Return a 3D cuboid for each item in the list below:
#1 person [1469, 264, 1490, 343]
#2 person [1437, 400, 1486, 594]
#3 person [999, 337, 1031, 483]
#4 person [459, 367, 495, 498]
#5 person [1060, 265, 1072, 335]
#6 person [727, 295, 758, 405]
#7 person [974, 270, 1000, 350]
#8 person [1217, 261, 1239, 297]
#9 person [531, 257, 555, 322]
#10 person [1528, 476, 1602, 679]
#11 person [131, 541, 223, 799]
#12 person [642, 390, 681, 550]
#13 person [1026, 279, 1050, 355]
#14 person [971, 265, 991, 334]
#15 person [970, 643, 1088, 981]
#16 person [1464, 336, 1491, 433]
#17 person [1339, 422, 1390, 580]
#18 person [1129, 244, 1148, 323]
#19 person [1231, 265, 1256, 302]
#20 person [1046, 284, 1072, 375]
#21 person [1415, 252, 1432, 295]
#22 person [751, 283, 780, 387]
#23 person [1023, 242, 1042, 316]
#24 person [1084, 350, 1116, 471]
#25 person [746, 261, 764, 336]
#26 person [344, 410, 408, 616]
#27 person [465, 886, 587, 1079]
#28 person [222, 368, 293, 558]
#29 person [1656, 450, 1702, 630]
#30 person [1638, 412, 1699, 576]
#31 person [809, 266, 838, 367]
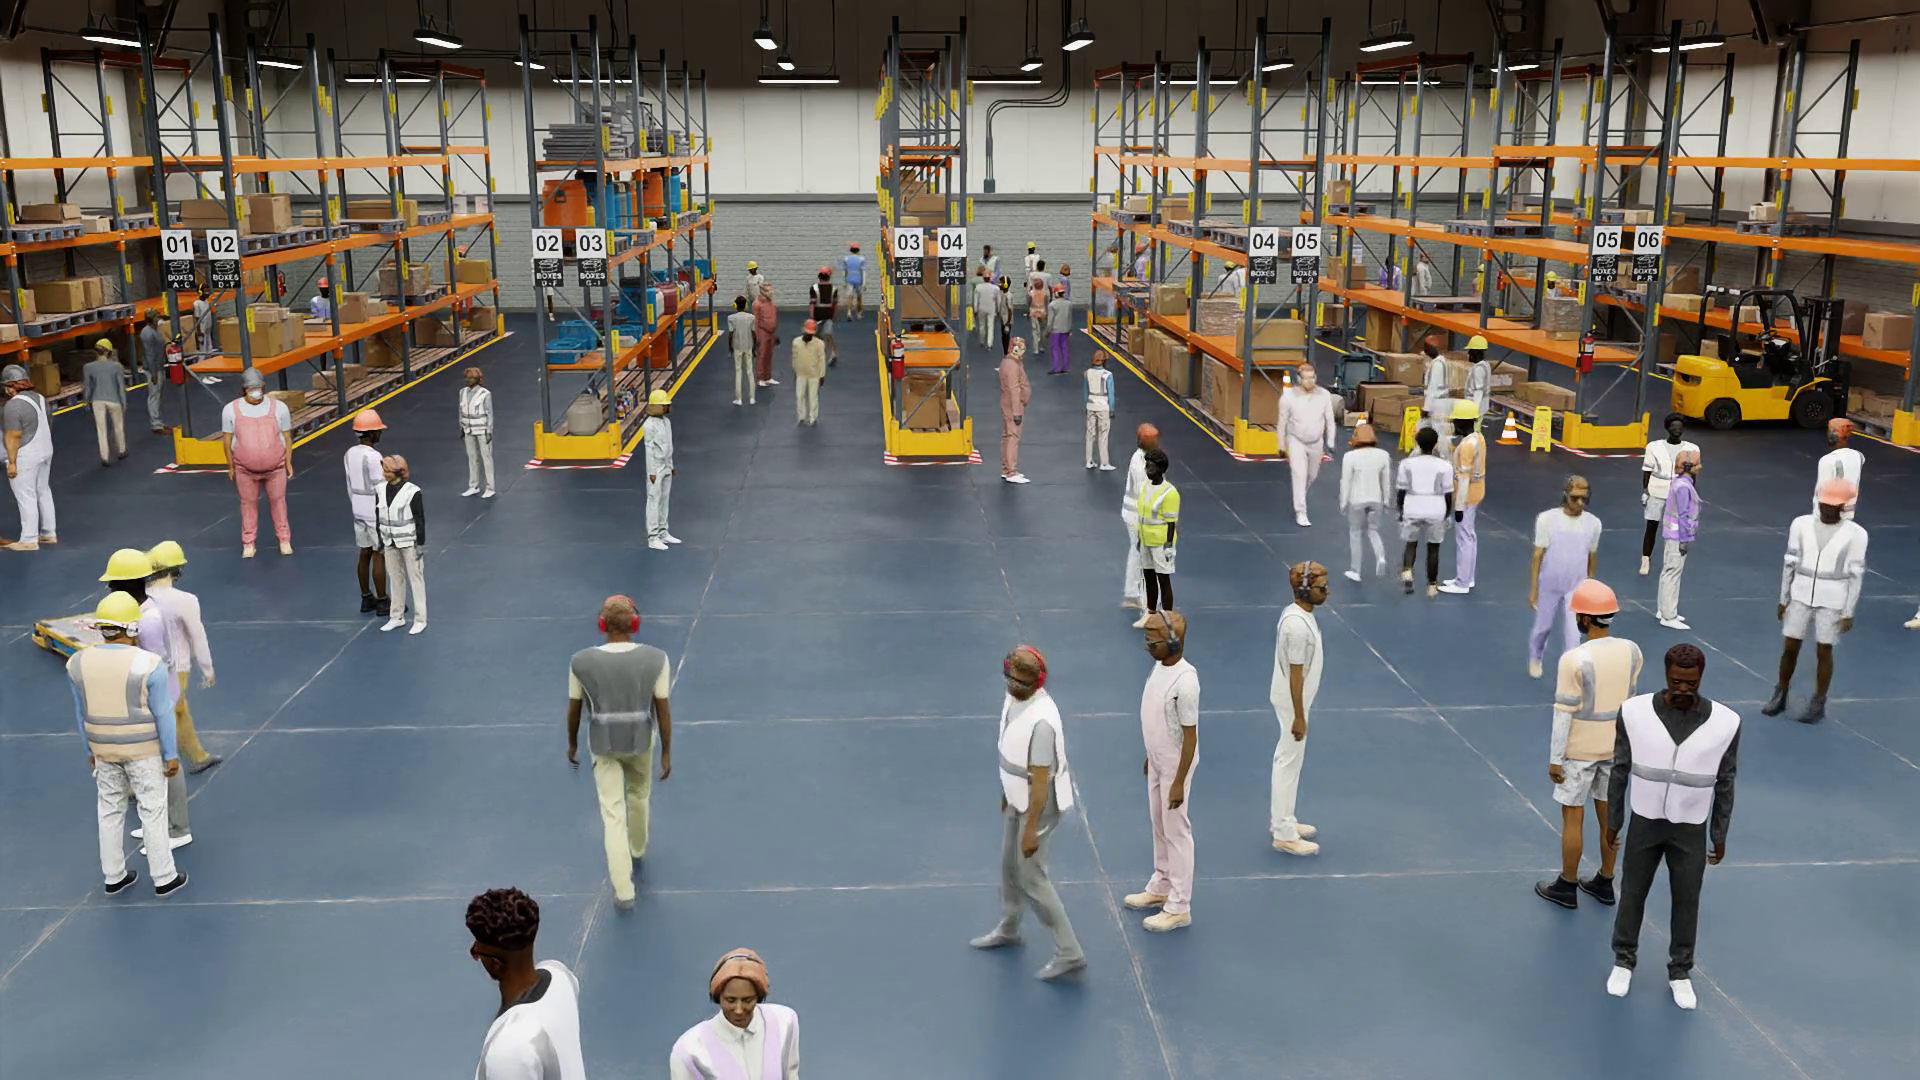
[{"bbox_3d":[11.676,-5.294,37.285,0.312,1.767,0.533,-7,15,-27],"label":"person"},{"bbox_3d":[4.941,-0.421,16.323,0.390,1.922,0.591,6,15,25],"label":"person"},{"bbox_3d":[0.723,-1.708,21.803,0.407,1.903,0.639,-2,13,-8],"label":"person"},{"bbox_3d":[-6.051,-1.348,20.828,0.517,1.645,0.308,6,15,25],"label":"person"},{"bbox_3d":[2.470,-5.625,38.962,0.283,1.636,0.500,-2,13,-9],"label":"person"},{"bbox_3d":[-3.703,-3.238,28.343,0.510,1.877,0.328,-4,14,-18],"label":"person"},{"bbox_3d":[0.590,-5.011,36.221,0.594,1.699,0.925,0,13,-2],"label":"person"},{"bbox_3d":[6.199,-5.561,38.414,0.533,1.768,0.311,10,16,35],"label":"person"},{"bbox_3d":[-10.431,-6.479,41.745,0.602,2.036,0.403,-7,15,-29],"label":"person"},{"bbox_3d":[4.798,0.351,13.281,0.523,1.817,0.869,2,13,10],"label":"person"},{"bbox_3d":[-5.394,0.871,11.276,0.532,1.717,0.916,4,14,17],"label":"person"},{"bbox_3d":[-3.271,-0.780,18.210,0.295,1.744,0.484,4,14,18],"label":"person"},{"bbox_3d":[1.662,-4.753,35.385,0.511,1.584,0.889,0,13,-2],"label":"person"},{"bbox_3d":[0.506,-5.624,39.006,0.502,1.622,0.371,5,14,21],"label":"person"},{"bbox_3d":[0.364,1.406,8.799,0.470,1.838,0.639,-3,14,-11],"label":"person"},{"bbox_3d":[6.726,-1.707,21.742,0.363,1.928,0.587,5,14,19],"label":"person"},{"bbox_3d":[4.094,-0.364,16.725,0.505,1.615,0.506,-3,14,-11],"label":"person"},{"bbox_3d":[4.429,-6.383,41.394,0.700,1.997,0.649,0,13,-1],"label":"person"},{"bbox_3d":[6.612,-5.669,38.718,0.612,1.849,0.818,0,13,0],"label":"person"},{"bbox_3d":[1.906,-4.068,32.136,0.565,1.747,0.347,-10,17,-37],"label":"person"},{"bbox_3d":[10.977,-5.876,39.448,0.409,1.907,0.651,3,14,11],"label":"person"},{"bbox_3d":[-3.561,-3.764,30.560,0.468,1.889,0.697,9,16,34],"label":"person"},{"bbox_3d":[1.873,-6.790,43.298,0.381,1.918,0.584,12,18,41],"label":"person"},{"bbox_3d":[1.889,-1.759,22.580,0.513,1.640,0.309,13,18,43],"label":"person"},{"bbox_3d":[-4.750,-5.571,38.492,0.532,1.753,0.342,9,16,35],"label":"person"},{"bbox_3d":[-5.488,-0.255,15.566,0.542,1.939,0.366,11,17,38],"label":"person"},{"bbox_3d":[-1.435,2.086,5.596,0.373,1.962,0.607,0,13,1],"label":"person"},{"bbox_3d":[-7.478,-0.826,17.767,0.688,2.000,0.539,-6,14,-23],"label":"person"},{"bbox_3d":[6.570,-0.016,15.191,0.309,1.641,0.514,4,14,17],"label":"person"},{"bbox_3d":[7.211,-0.459,16.941,0.539,1.700,0.317,4,14,16],"label":"person"},{"bbox_3d":[-2.710,-4.476,33.346,0.633,2.000,0.931,-6,15,-24],"label":"person"}]
